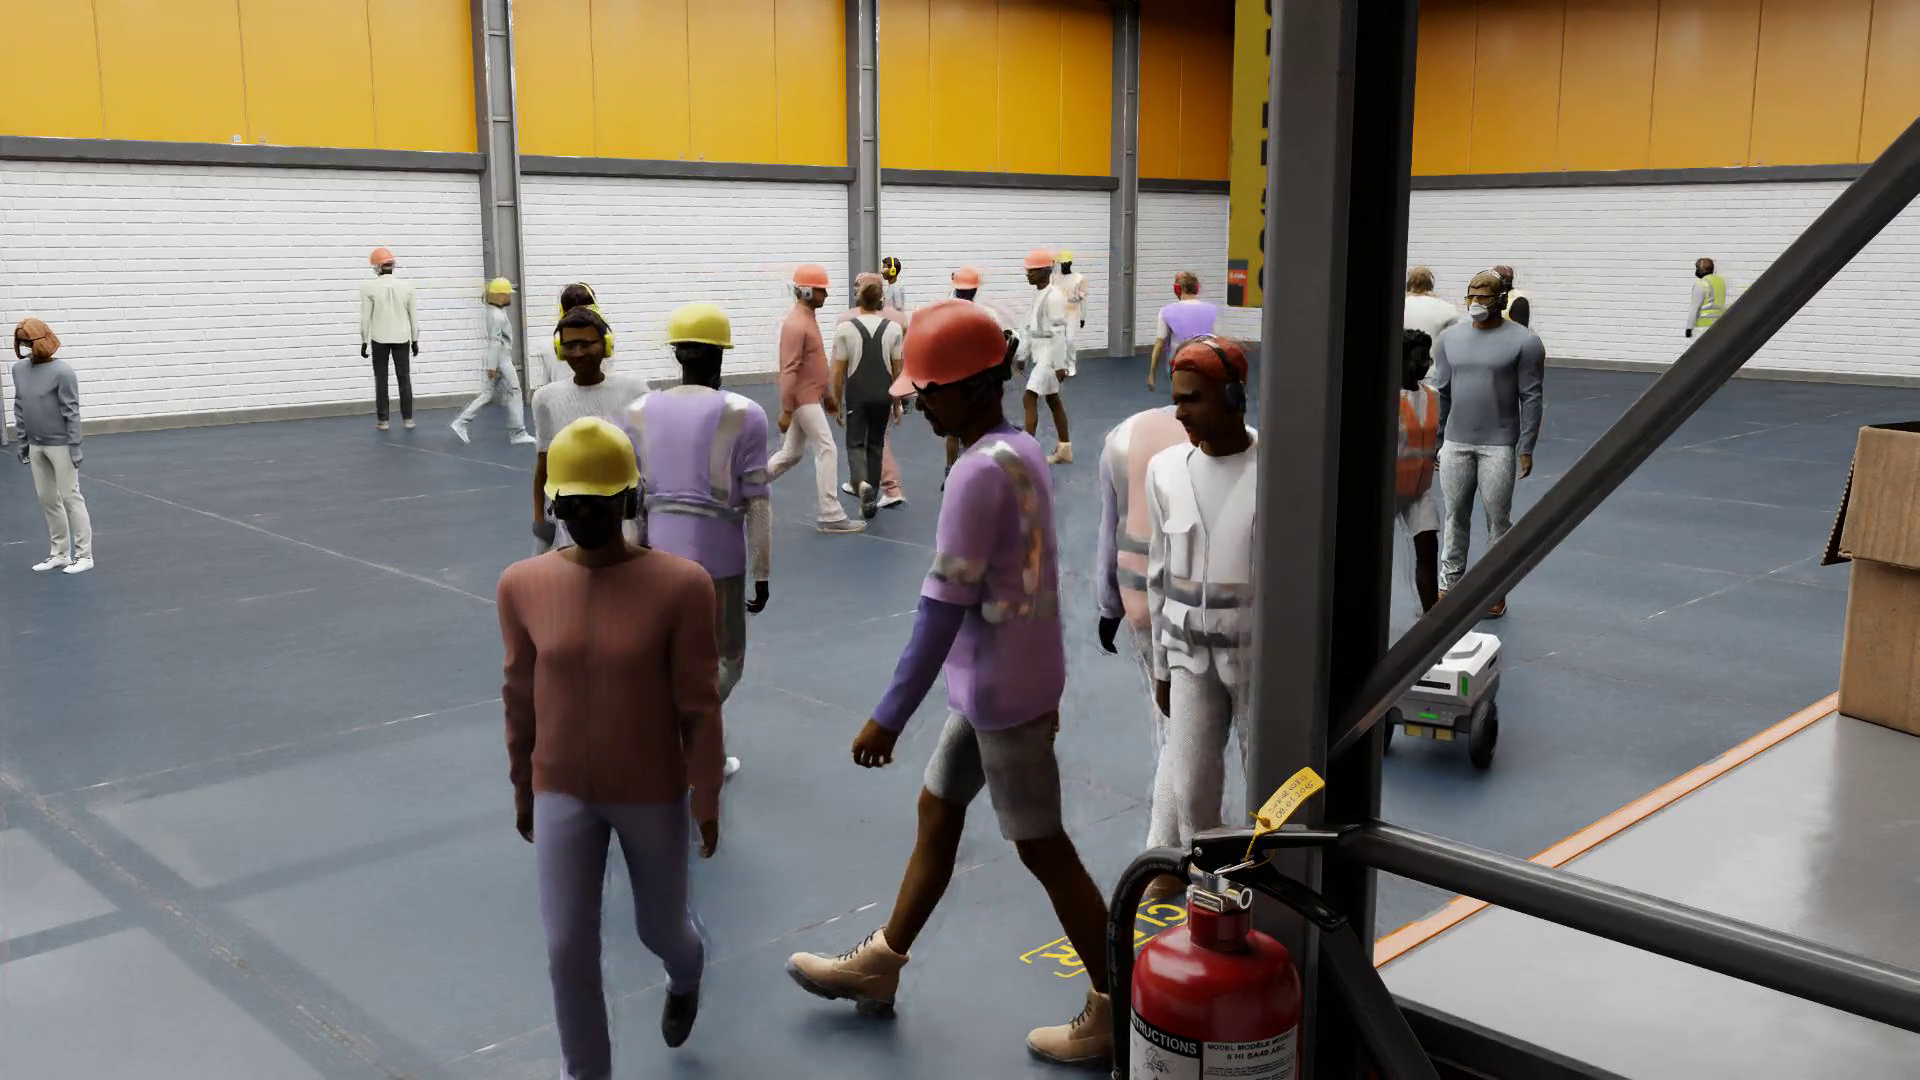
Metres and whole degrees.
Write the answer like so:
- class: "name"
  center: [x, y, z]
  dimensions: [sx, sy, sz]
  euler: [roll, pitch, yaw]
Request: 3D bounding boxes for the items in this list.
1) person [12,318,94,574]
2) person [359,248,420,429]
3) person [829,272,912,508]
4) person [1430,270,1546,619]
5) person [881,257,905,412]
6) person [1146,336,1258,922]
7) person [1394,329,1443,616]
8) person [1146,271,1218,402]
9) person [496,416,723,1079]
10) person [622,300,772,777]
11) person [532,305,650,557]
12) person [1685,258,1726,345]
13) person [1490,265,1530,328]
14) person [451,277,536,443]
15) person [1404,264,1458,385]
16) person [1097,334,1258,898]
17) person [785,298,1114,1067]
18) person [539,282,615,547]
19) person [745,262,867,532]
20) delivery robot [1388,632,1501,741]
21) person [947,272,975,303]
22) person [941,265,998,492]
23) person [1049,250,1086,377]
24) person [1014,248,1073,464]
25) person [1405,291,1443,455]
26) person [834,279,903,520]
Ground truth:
- class: "person"
  center: [-5.743, -0.588, 10.505]
  dimensions: [0.496, 1.623, 0.313]
  euler: [4, 11, 22]
- class: "person"
  center: [-6.304, -2.215, 18.400]
  dimensions: [0.660, 1.982, 0.394]
  euler: [-7, 12, -33]
- class: "person"
  center: [-0.716, -1.195, 13.233]
  dimensions: [0.653, 1.846, 1.051]
  euler: [-7, 13, -34]
- class: "person"
  center: [2.918, -0.532, 9.325]
  dimensions: [0.638, 1.938, 0.357]
  euler: [8, 13, 39]
- class: "person"
  center: [-0.828, -2.485, 20.164]
  dimensions: [0.328, 1.872, 0.513]
  euler: [-2, 11, -12]
- class: "person"
  center: [0.820, 0.341, 4.792]
  dimensions: [0.618, 1.859, 0.802]
  euler: [8, 13, 36]
- class: "person"
  center: [2.312, -0.303, 8.864]
  dimensions: [0.541, 1.651, 0.873]
  euler: [-6, 12, -29]
- class: "person"
  center: [1.971, -1.494, 14.909]
  dimensions: [0.588, 1.802, 0.899]
  euler: [-4, 11, -22]
- class: "person"
  center: [-0.798, 0.553, 3.926]
  dimensions: [0.522, 1.738, 0.764]
  euler: [0, 10, 3]
- class: "person"
  center: [-1.000, 0.070, 6.179]
  dimensions: [0.587, 1.898, 0.742]
  euler: [4, 11, 19]
- class: "person"
  center: [-1.503, -0.048, 6.926]
  dimensions: [0.556, 1.850, 0.421]
  euler: [0, 10, -3]
- class: "person"
  center: [10.162, -2.951, 22.820]
  dimensions: [0.655, 1.819, 0.590]
  euler: [-8, 13, -36]
- class: "person"
  center: [5.579, -1.913, 17.175]
  dimensions: [0.440, 1.831, 0.641]
  euler: [-2, 11, -11]
- class: "person"
  center: [-4.778, -1.824, 16.985]
  dimensions: [0.810, 1.713, 0.483]
  euler: [-5, 12, -27]
- class: "person"
  center: [3.802, -1.344, 13.887]
  dimensions: [0.625, 1.909, 0.983]
  euler: [5, 11, 25]
- class: "person"
  center: [0.824, 0.227, 5.533]
  dimensions: [0.650, 1.807, 0.832]
  euler: [9, 13, 39]
- class: "person"
  center: [0.036, 0.379, 4.255]
  dimensions: [1.012, 1.973, 0.607]
  euler: [1, 10, 6]
- class: "person"
  center: [-2.221, -0.607, 9.959]
  dimensions: [0.563, 1.850, 0.602]
  euler: [3, 11, 15]
- class: "person"
  center: [-1.199, -1.013, 11.944]
  dimensions: [0.959, 1.958, 0.601]
  euler: [0, 10, -2]
- class: "delivery robot"
  center: [2.031, 0.548, 6.952]
  dimensions: [0.477, 0.478, 0.707]
  euler: [5, 12, 27]
- class: "person"
  center: [0.000, -2.912, 23.116]
  dimensions: [0.512, 1.641, 0.309]
  euler: [9, 14, 42]
- class: "person"
  center: [0.071, -1.377, 14.098]
  dimensions: [0.553, 1.890, 0.992]
  euler: [3, 11, 14]
- class: "person"
  center: [1.570, -3.380, 24.924]
  dimensions: [0.599, 1.908, 0.438]
  euler: [4, 11, 19]
- class: "person"
  center: [0.679, -1.670, 15.351]
  dimensions: [0.882, 2.009, 0.637]
  euler: [-2, 11, -8]
- class: "person"
  center: [4.318, -1.609, 16.136]
  dimensions: [0.880, 1.585, 0.515]
  euler: [1, 10, 7]
- class: "person"
  center: [-0.660, -1.012, 12.283]
  dimensions: [0.517, 1.818, 0.675]
  euler: [-3, 11, -14]
